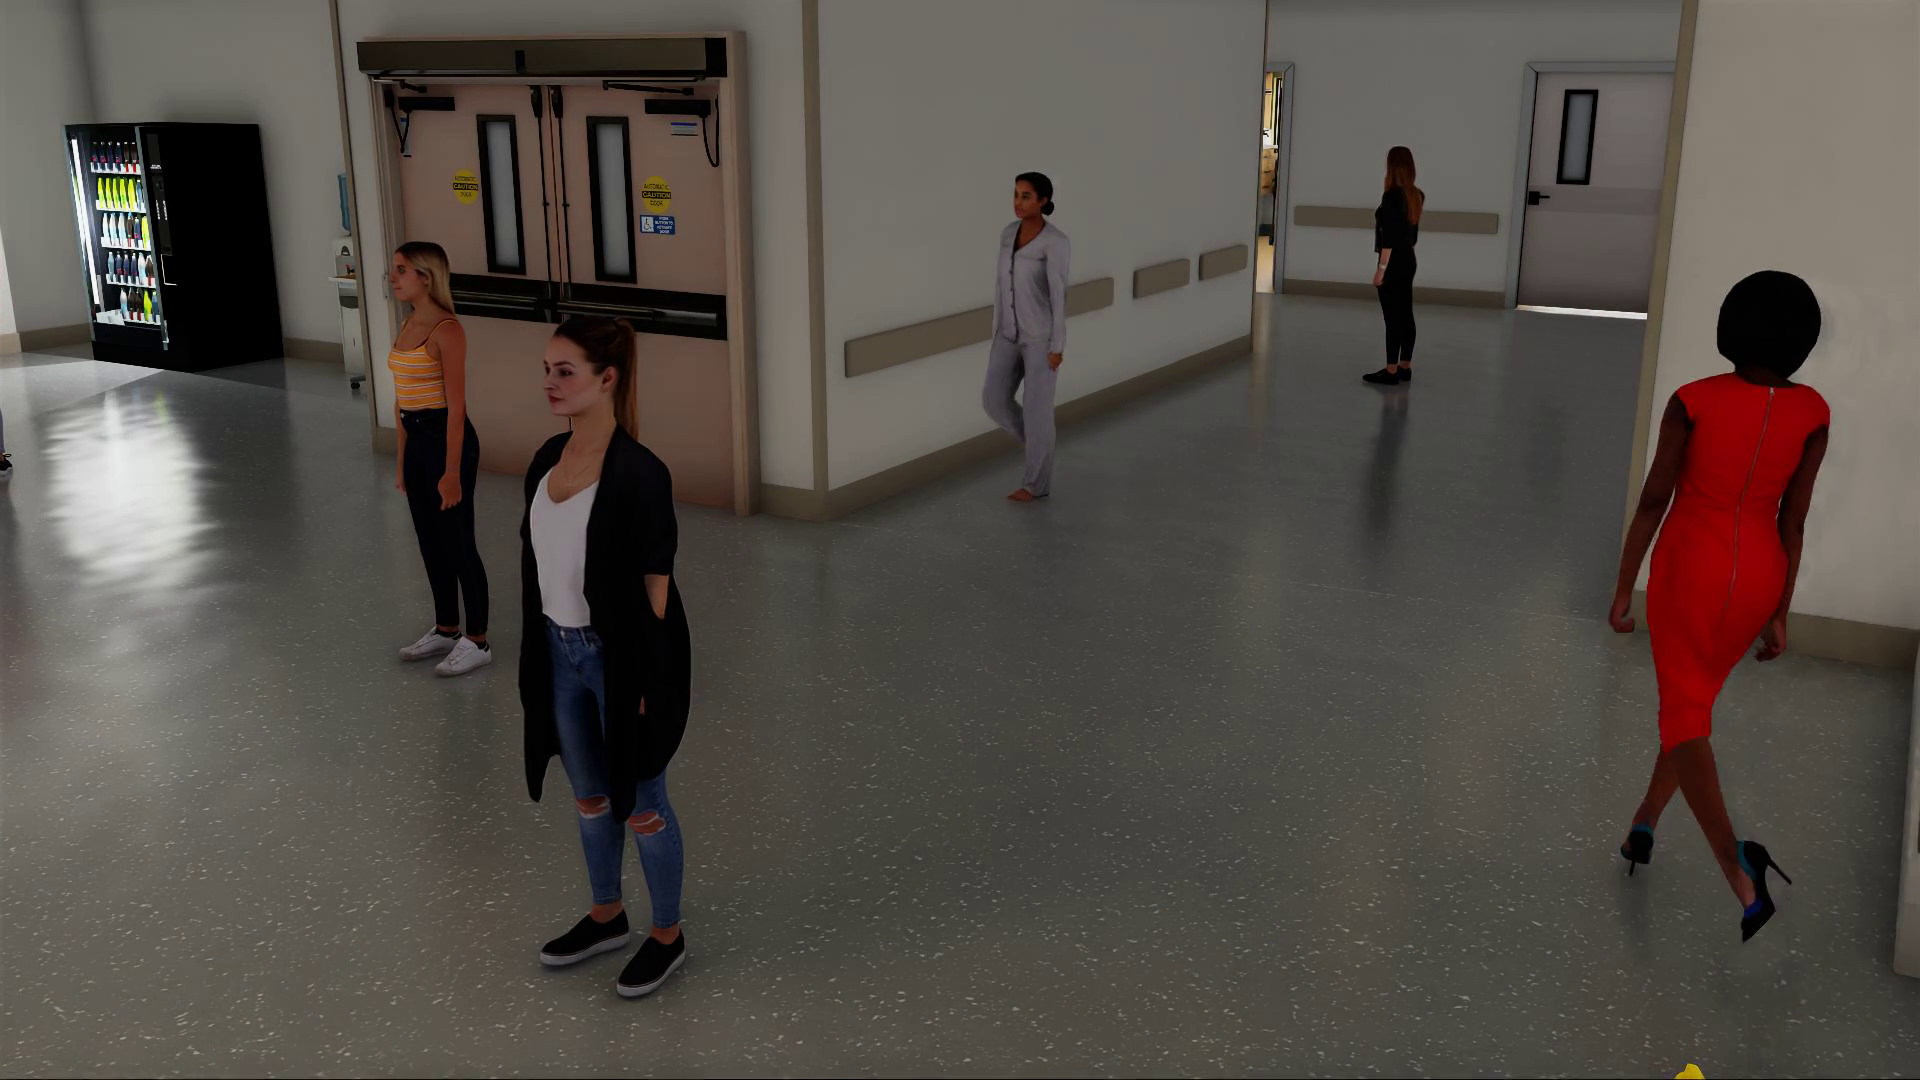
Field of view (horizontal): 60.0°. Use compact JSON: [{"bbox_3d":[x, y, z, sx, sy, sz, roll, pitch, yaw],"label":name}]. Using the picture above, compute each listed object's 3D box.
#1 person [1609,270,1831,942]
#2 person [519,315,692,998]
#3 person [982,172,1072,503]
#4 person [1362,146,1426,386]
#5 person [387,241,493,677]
[{"bbox_3d":[1.994,0.203,4.324,1.067,1.712,0.973,1,16,2],"label":"person"},{"bbox_3d":[-0.856,0.289,4.071,0.514,1.683,0.707,11,19,34],"label":"person"},{"bbox_3d":[0.426,-1.081,8.856,0.741,1.724,0.799,15,22,43],"label":"person"},{"bbox_3d":[3.214,-2.008,12.174,0.656,1.707,0.613,-15,21,-42],"label":"person"},{"bbox_3d":[-1.974,-0.312,6.304,0.532,1.629,0.676,15,21,42],"label":"person"}]
